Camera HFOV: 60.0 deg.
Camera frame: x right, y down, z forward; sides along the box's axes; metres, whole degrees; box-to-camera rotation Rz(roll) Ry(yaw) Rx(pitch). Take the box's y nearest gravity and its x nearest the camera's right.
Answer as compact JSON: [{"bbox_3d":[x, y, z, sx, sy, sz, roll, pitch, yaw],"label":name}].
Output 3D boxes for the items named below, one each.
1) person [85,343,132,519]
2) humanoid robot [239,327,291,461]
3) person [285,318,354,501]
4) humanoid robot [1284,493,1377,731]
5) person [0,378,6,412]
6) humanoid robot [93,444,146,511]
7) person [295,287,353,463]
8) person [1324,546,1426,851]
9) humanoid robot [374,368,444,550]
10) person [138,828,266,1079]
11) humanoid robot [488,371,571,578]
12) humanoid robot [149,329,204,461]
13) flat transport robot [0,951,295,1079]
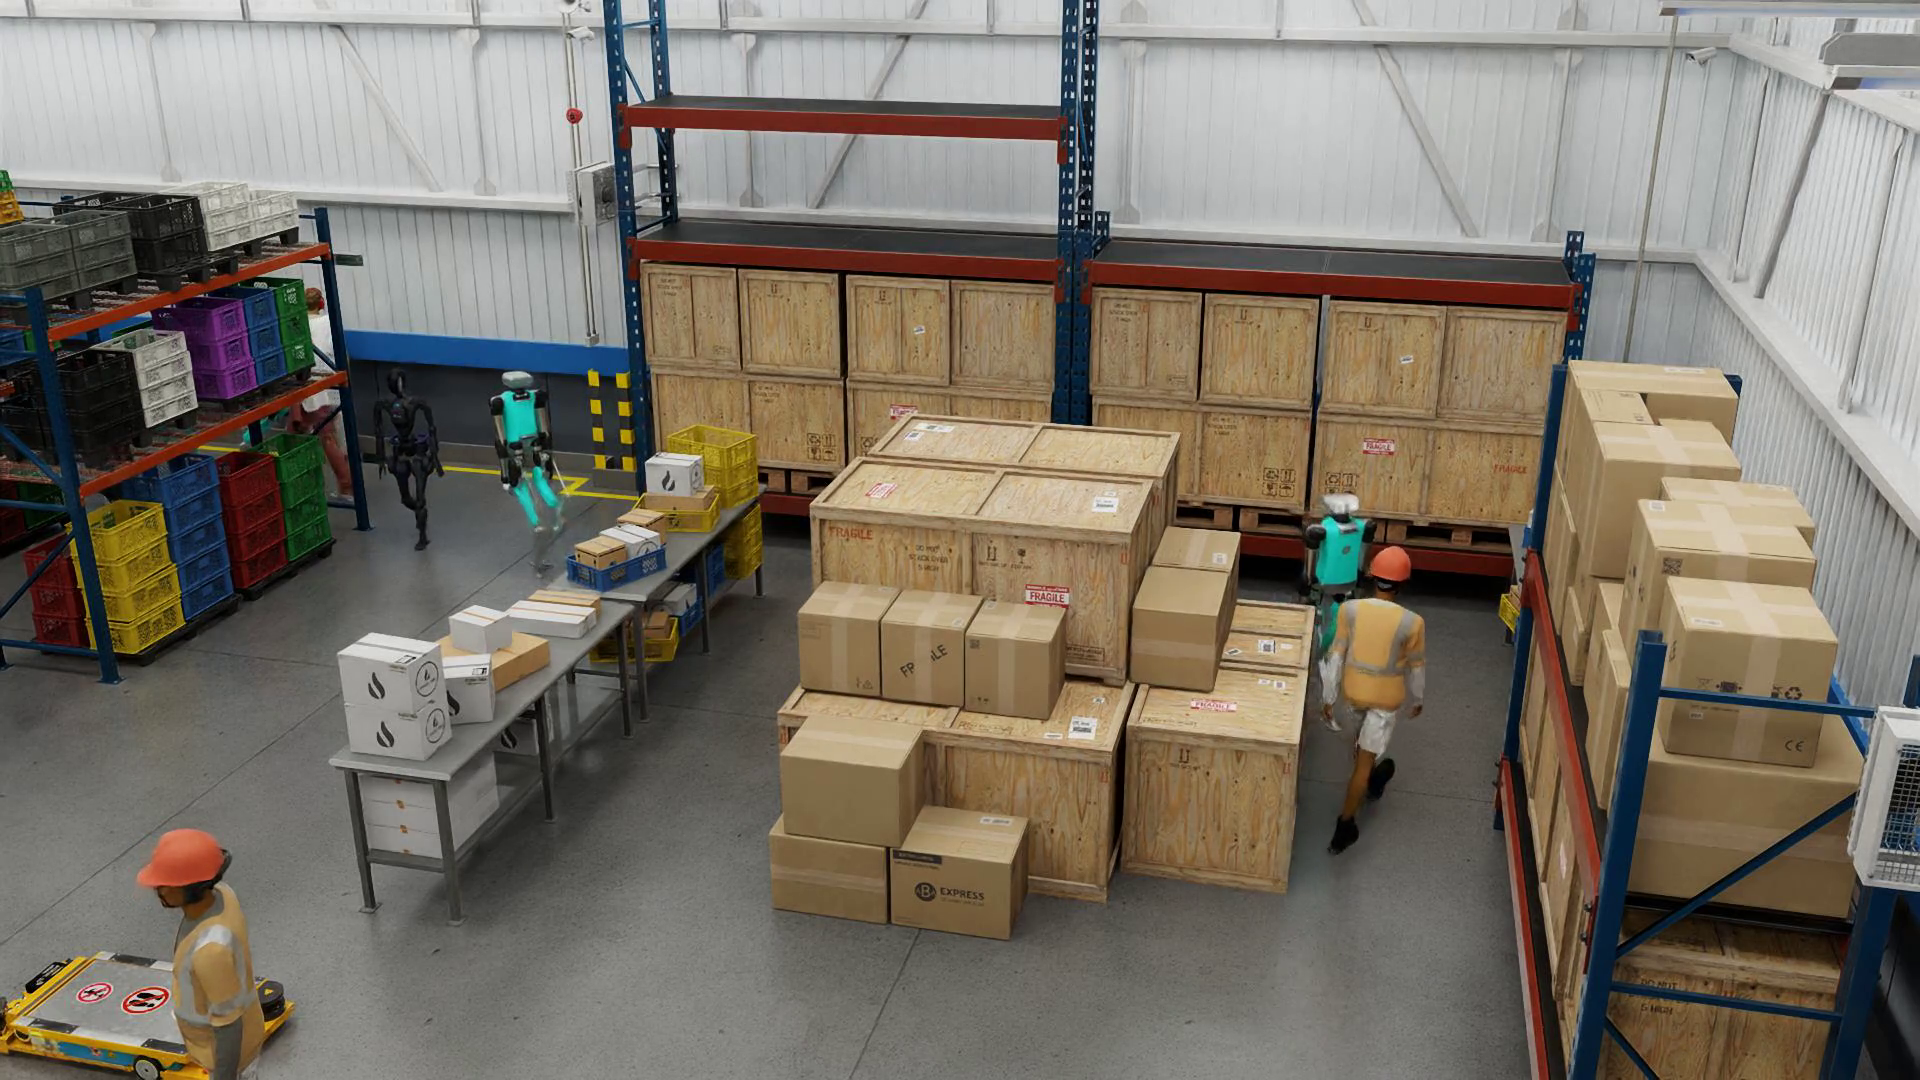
[{"bbox_3d":[-7.714,-0.893,15.181,0.429,1.843,0.625,-4,21,-10],"label":"person"},{"bbox_3d":[-6.915,-1.364,16.499,0.714,1.742,0.537,0,21,1],"label":"humanoid robot"},{"bbox_3d":[-6.402,-1.268,16.139,0.933,1.861,0.644,6,22,15],"label":"person"},{"bbox_3d":[2.518,0.414,11.964,0.530,1.775,1.010,-7,22,-17],"label":"humanoid robot"},{"bbox_3d":[-10.247,-1.701,17.430,0.489,1.740,0.320,-1,21,-3],"label":"person"},{"bbox_3d":[-7.374,-0.562,14.535,0.595,1.657,0.342,11,24,27],"label":"humanoid robot"},{"bbox_3d":[-6.631,-1.700,17.283,0.571,1.843,0.376,-5,21,-13],"label":"person"},{"bbox_3d":[2.604,0.933,10.350,0.544,1.868,1.060,15,26,34],"label":"person"},{"bbox_3d":[-4.999,-0.780,15.168,0.609,1.638,0.717,0,21,1],"label":"humanoid robot"},{"bbox_3d":[-3.127,2.117,7.021,0.365,2.048,0.607,-10,23,-24],"label":"person"},{"bbox_3d":[-3.651,-0.544,14.404,0.741,1.792,0.541,19,28,41],"label":"humanoid robot"},{"bbox_3d":[-7.634,-1.207,16.205,0.544,1.835,0.659,-9,23,-22],"label":"humanoid robot"},{"bbox_3d":[-4.270,2.464,8.601,1.431,0.231,0.659,5,22,13],"label":"flat transport robot"}]
